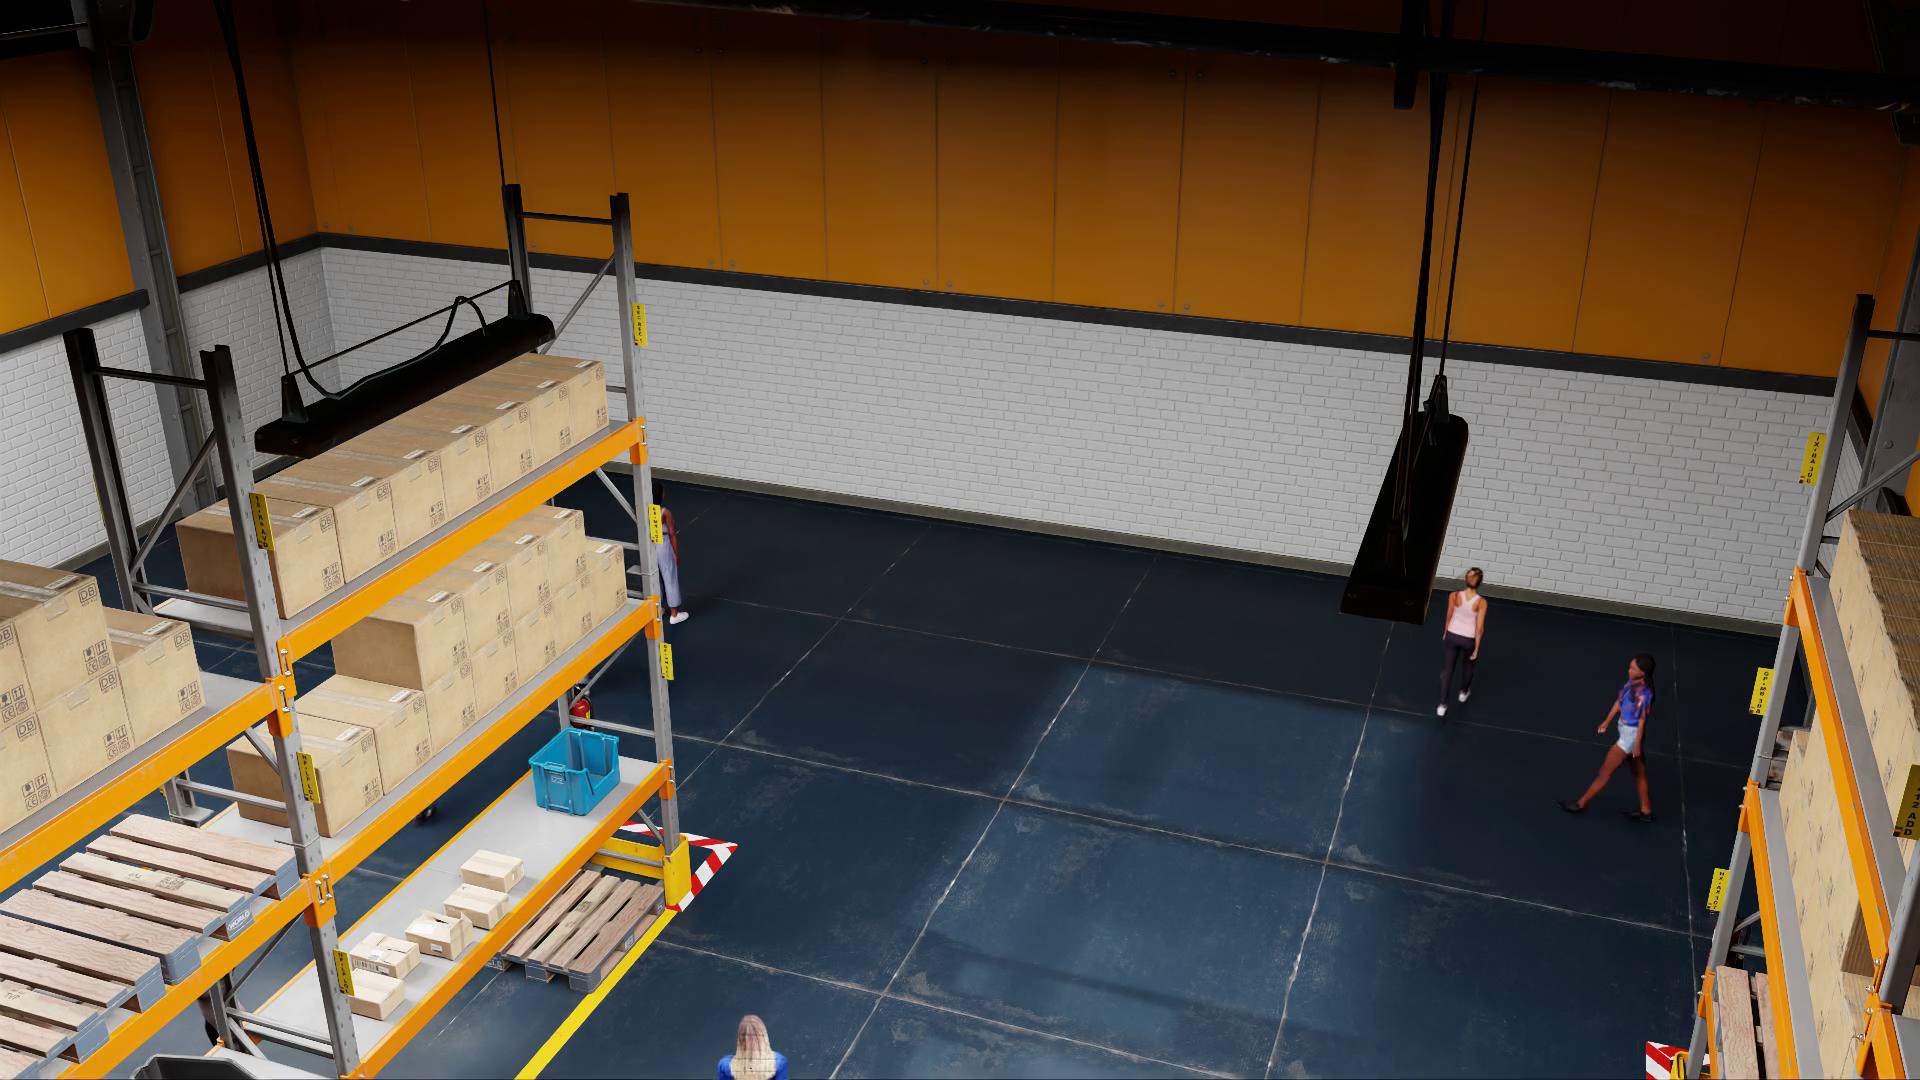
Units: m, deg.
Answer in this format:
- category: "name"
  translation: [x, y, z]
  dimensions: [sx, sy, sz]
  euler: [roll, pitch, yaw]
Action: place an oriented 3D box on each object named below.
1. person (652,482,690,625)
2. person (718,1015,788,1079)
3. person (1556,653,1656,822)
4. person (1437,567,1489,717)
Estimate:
- category: "person"
  translation: [-3.383, 0.134, 18.823]
  dimensions: [0.594, 1.696, 0.545]
  euler: [11, 26, 23]
- category: "person"
  translation: [-1.286, 3.788, 10.493]
  dimensions: [0.945, 1.672, 1.172]
  euler: [-3, 24, -6]
- category: "person"
  translation: [6.135, 1.811, 14.976]
  dimensions: [0.751, 1.704, 1.057]
  euler: [5, 24, 12]
- category: "person"
  translation: [5.048, 1.049, 16.826]
  dimensions: [0.666, 1.618, 1.080]
  euler: [12, 26, 25]
